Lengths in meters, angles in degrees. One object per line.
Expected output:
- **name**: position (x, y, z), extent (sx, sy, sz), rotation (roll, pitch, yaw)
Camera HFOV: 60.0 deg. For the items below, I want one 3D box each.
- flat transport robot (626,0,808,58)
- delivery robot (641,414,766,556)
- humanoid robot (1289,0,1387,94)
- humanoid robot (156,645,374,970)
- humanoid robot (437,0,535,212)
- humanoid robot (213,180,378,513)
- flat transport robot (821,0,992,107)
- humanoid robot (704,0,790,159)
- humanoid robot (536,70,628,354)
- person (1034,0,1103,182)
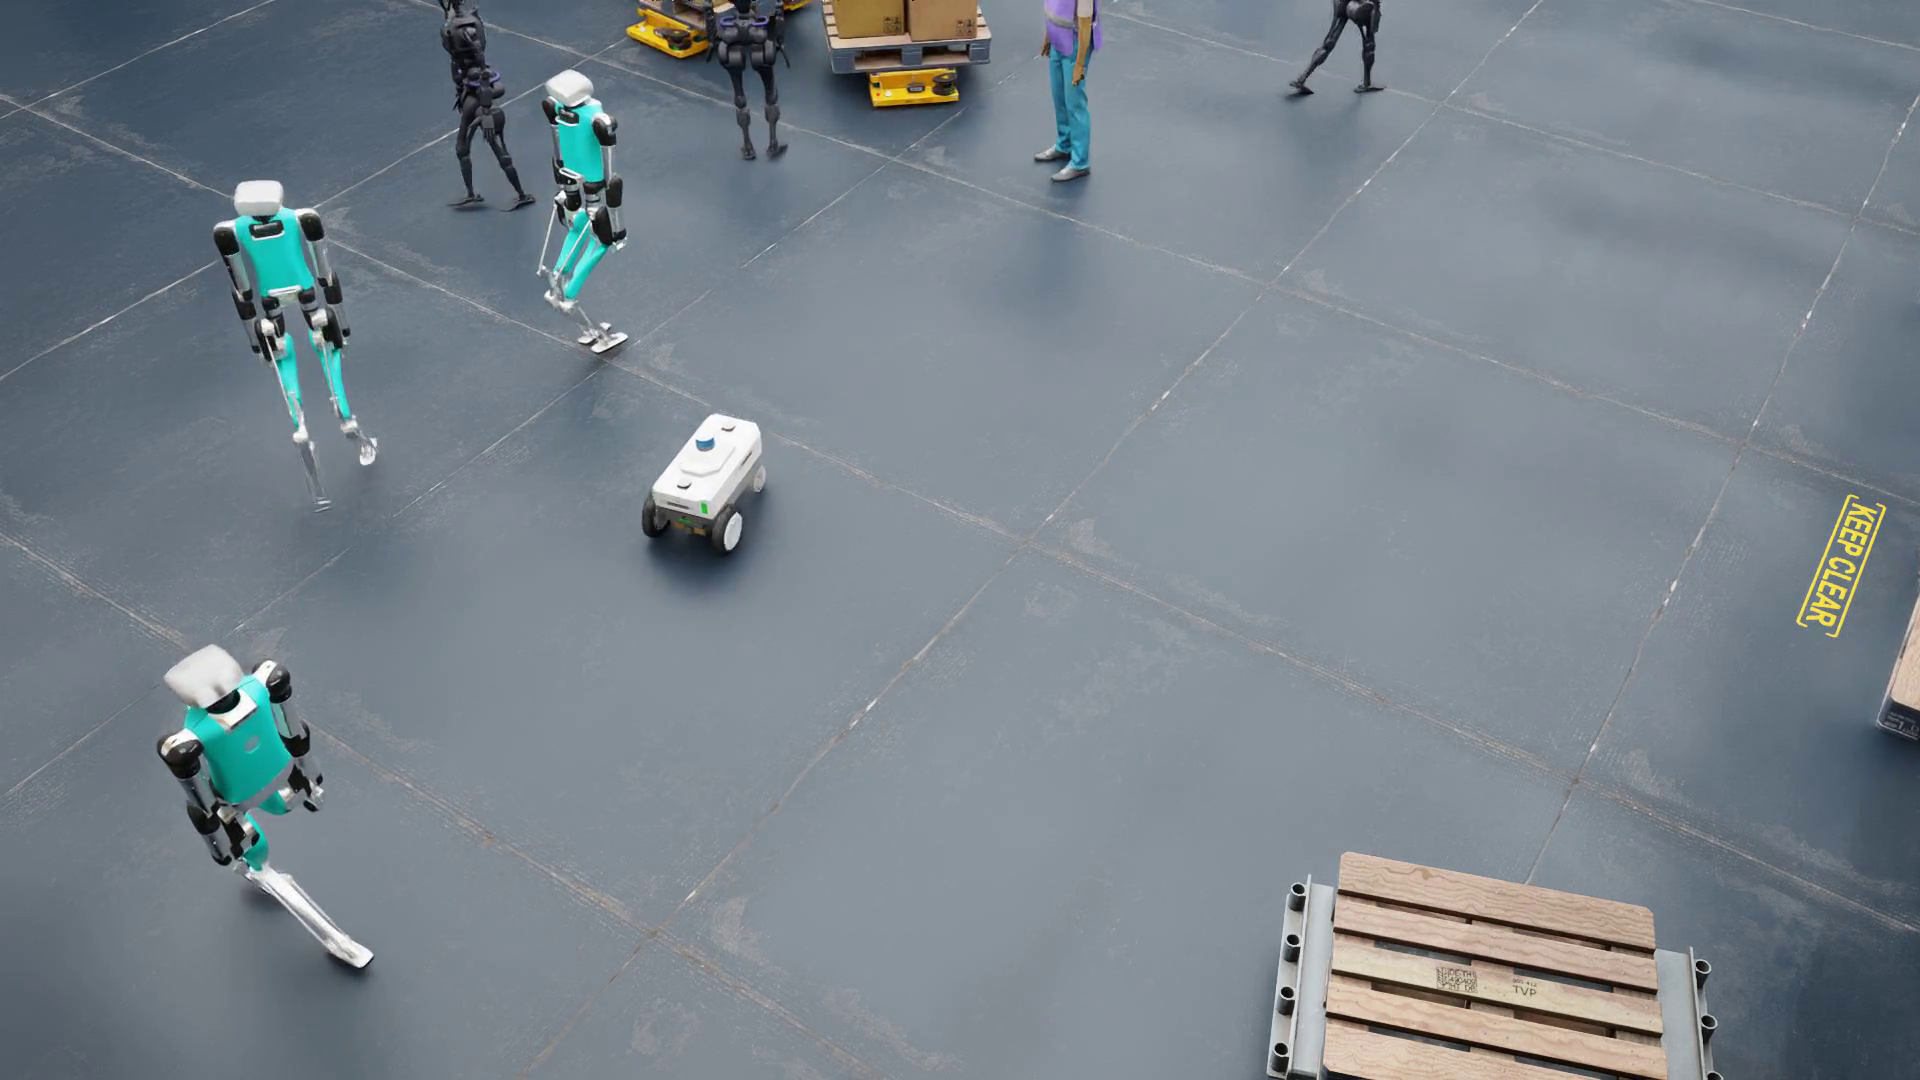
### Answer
- **flat transport robot**: position (-1.983, -4.352, 13.650), extent (0.659, 0.231, 1.431), rotation (30, 50, 30)
- **delivery robot**: position (-1.349, -0.327, 8.926), extent (0.499, 0.589, 0.784), rotation (14, 44, 15)
- **humanoid robot**: position (2.902, -4.060, 12.317), extent (0.772, 1.647, 0.589), rotation (-11, 43, -12)
- **humanoid robot**: position (-2.902, 0.998, 6.599), extent (1.035, 1.766, 0.542), rotation (23, 47, 24)
- **humanoid robot**: position (-3.223, -2.901, 10.974), extent (0.560, 1.647, 0.598), rotation (-24, 47, -24)
- **humanoid robot**: position (-3.452, -0.918, 8.773), extent (0.531, 1.860, 0.783), rotation (-14, 44, -15)
- **flat transport robot**: position (-0.433, -3.817, 13.051), extent (0.659, 0.231, 1.431), rotation (-6, 42, -6)
- **humanoid robot**: position (-1.499, -3.483, 11.633), extent (0.605, 1.639, 0.409), rotation (-1, 42, -1)
- **humanoid robot**: position (-2.273, -1.806, 9.648), extent (0.534, 1.740, 0.681), rotation (28, 49, 28)
- **person**: position (0.750, -3.360, 11.370), extent (0.400, 1.832, 0.564), rotation (-14, 44, -16)
